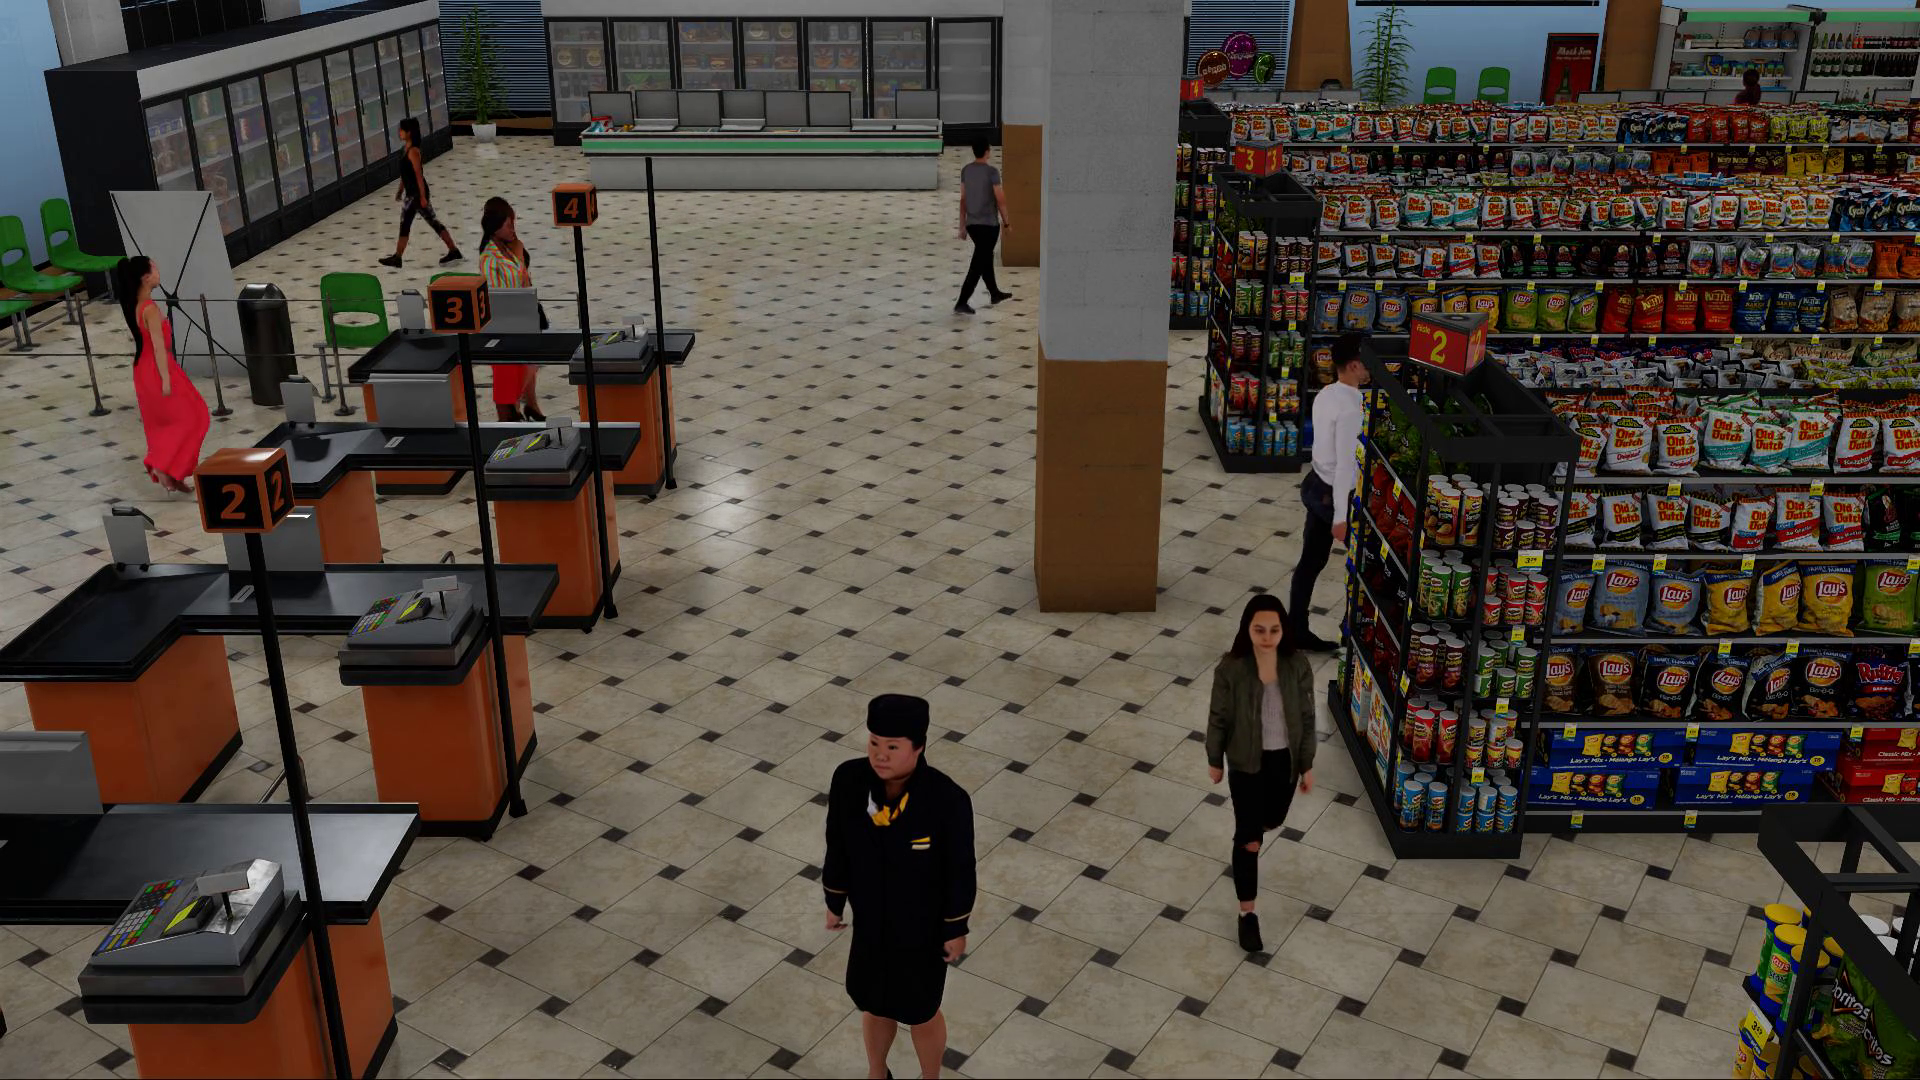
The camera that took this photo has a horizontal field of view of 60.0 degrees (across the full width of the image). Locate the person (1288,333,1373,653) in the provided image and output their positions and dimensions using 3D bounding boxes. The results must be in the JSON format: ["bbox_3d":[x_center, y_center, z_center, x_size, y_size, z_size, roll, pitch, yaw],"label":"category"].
[{"bbox_3d":[1.955,-0.220,9.104,0.878,1.852,0.713,-3,22,-7],"label":"person"}]

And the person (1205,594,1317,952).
[{"bbox_3d":[1.240,0.894,6.872,0.910,1.450,0.695,-2,22,-6],"label":"person"}]

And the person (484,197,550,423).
[{"bbox_3d":[-3.499,-1.723,12.904,0.852,1.808,0.793,-15,26,-33],"label":"person"}]

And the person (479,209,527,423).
[{"bbox_3d":[-3.482,-1.634,12.699,0.537,1.795,0.591,2,22,4],"label":"person"}]

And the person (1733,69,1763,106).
[{"bbox_3d":[10.412,-5.391,22.144,0.588,1.723,0.684,-7,23,-18],"label":"person"}]

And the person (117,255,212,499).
[{"bbox_3d":[-5.588,-1.087,11.443,0.792,1.717,0.850,17,27,36],"label":"person"}]

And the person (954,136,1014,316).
[{"bbox_3d":[0.170,-3.048,16.326,1.118,1.714,1.184,20,29,41],"label":"person"}]

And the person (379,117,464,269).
[{"bbox_3d":[-5.895,-3.799,18.327,1.192,1.616,0.863,-8,23,-20],"label":"person"}]

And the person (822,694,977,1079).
[{"bbox_3d":[-0.199,1.281,5.610,0.709,1.671,0.845,9,23,21],"label":"person"}]
